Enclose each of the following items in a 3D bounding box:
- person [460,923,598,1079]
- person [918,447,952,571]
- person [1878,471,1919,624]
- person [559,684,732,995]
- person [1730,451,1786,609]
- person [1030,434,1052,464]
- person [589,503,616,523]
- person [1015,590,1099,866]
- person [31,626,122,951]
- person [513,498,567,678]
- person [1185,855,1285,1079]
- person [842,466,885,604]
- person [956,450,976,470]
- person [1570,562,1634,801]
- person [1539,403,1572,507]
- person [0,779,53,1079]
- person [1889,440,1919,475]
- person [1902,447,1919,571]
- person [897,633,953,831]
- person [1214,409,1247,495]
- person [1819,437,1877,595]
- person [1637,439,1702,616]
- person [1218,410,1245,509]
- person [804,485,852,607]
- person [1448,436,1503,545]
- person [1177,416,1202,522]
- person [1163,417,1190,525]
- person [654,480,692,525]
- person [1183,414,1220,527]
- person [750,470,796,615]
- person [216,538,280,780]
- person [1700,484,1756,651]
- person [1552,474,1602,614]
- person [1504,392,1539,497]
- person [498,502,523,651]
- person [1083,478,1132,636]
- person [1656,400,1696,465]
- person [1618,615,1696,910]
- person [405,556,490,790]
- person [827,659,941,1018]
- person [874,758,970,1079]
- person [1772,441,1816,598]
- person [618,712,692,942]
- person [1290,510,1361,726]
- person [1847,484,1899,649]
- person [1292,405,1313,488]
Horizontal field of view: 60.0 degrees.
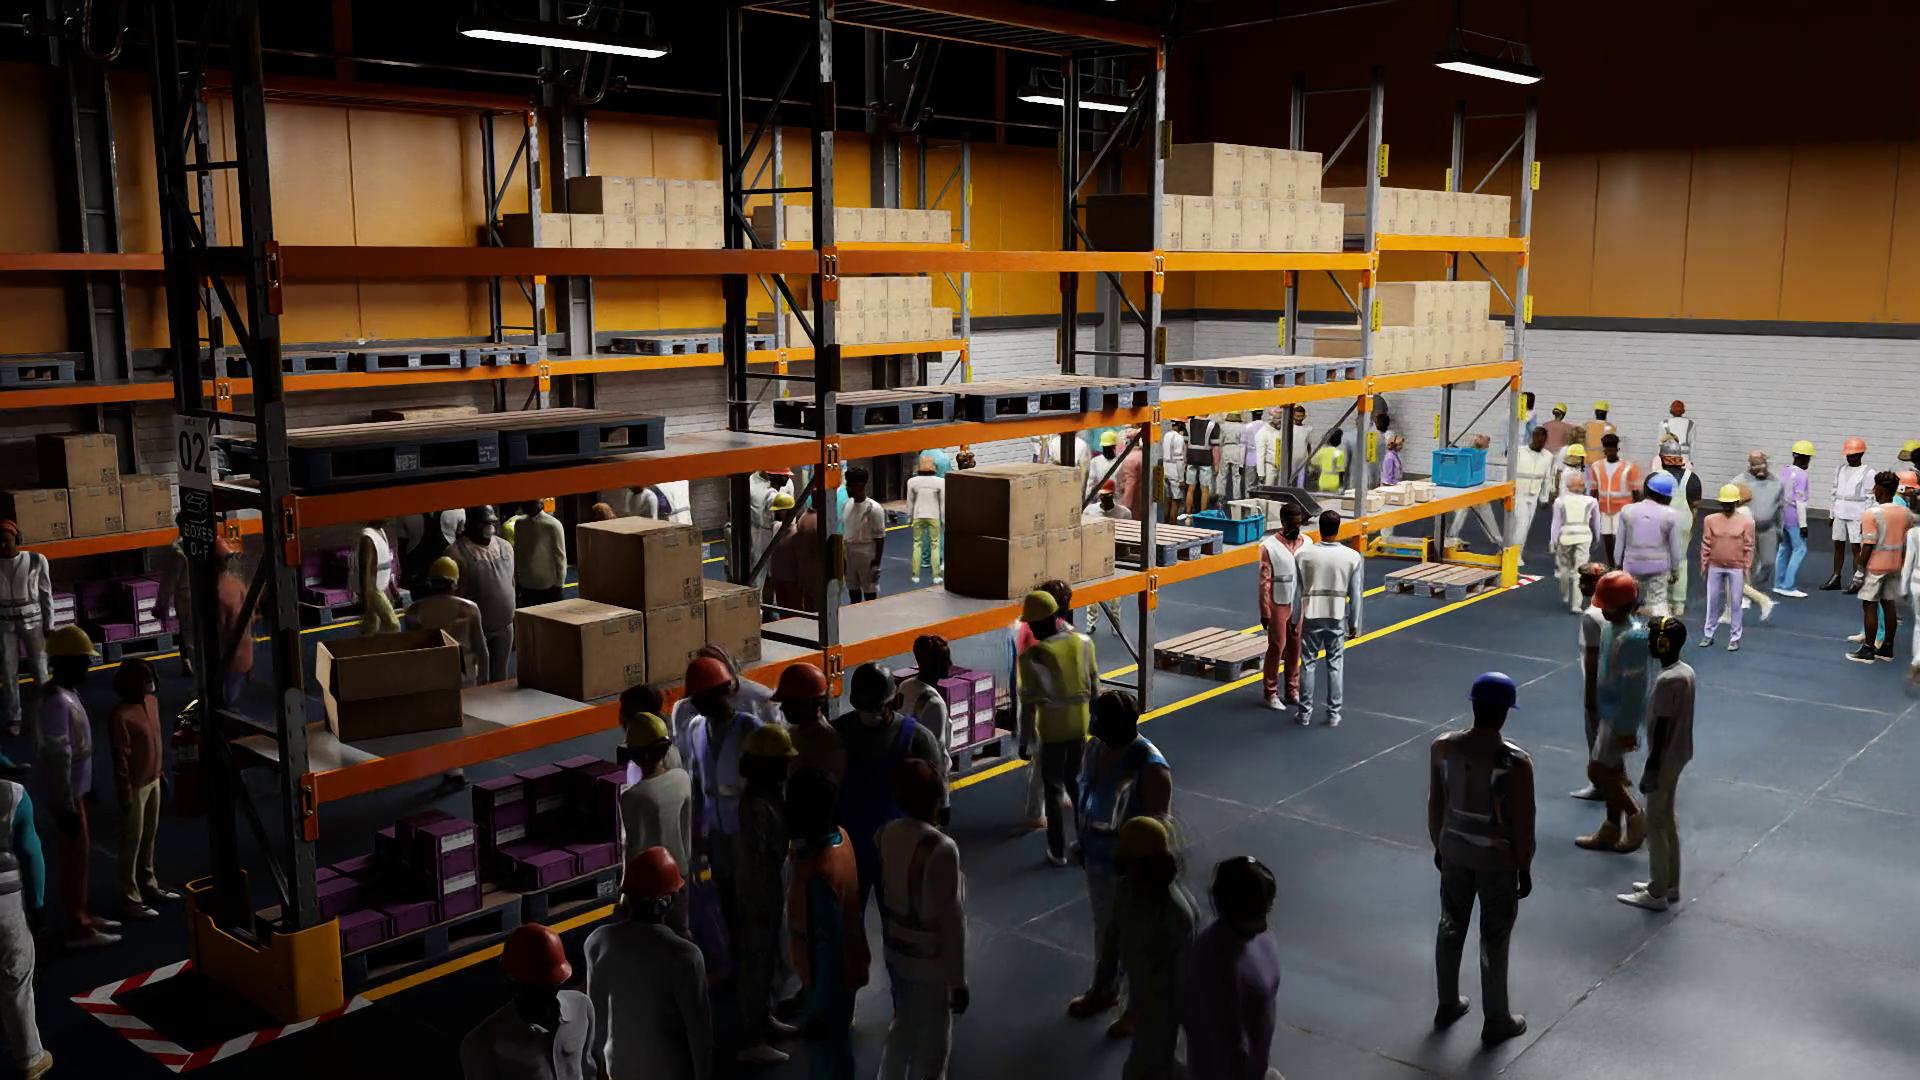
[{"bbox_3d":[-1.496,2.207,5.964,0.330,1.751,0.563,7,12,35],"label":"person"},{"bbox_3d":[-0.291,-0.538,21.932,0.397,1.899,0.654,-5,11,-28],"label":"person"},{"bbox_3d":[10.548,0.080,18.714,0.352,1.738,0.573,5,11,25],"label":"person"},{"bbox_3d":[-1.692,1.666,9.089,0.990,1.790,0.516,-6,11,-33],"label":"person"},{"bbox_3d":[9.338,-0.125,19.556,0.679,1.878,0.508,1,10,9],"label":"person"},{"bbox_3d":[1.320,-1.369,27.061,0.393,1.838,0.561,-2,10,-11],"label":"person"},{"bbox_3d":[-3.609,0.432,16.921,0.278,1.631,0.507,-2,10,-11],"label":"person"},{"bbox_3d":[0.651,1.269,11.177,0.633,1.899,0.431,-5,11,-29],"label":"person"},{"bbox_3d":[-5.298,1.461,9.916,0.405,1.922,0.602,-5,11,-26],"label":"person"},{"bbox_3d":[-4.065,0.410,15.982,0.623,1.989,0.400,5,11,30],"label":"person"},{"bbox_3d":[1.037,2.075,6.341,0.831,1.889,0.633,5,11,29],"label":"person"},{"bbox_3d":[-1.029,0.205,17.288,0.369,1.963,0.609,-9,13,-43],"label":"person"},{"bbox_3d":[0.027,-0.158,19.857,0.348,1.837,0.502,-4,10,-22],"label":"person"},{"bbox_3d":[4.860,1.069,12.542,0.450,1.825,0.612,8,12,40],"label":"person"},{"bbox_3d":[9.828,-1.386,27.427,0.532,1.754,0.342,7,12,38],"label":"person"},{"bbox_3d":[-4.805,1.803,8.135,0.621,1.838,0.429,-4,10,-20],"label":"person"},{"bbox_3d":[12.429,-0.451,21.869,0.323,1.741,0.490,-4,10,-23],"label":"person"},{"bbox_3d":[12.317,-0.363,21.475,0.317,1.695,0.540,6,11,33],"label":"person"},{"bbox_3d":[-0.216,1.480,9.949,0.359,1.876,0.577,-3,10,-20],"label":"person"},{"bbox_3d":[4.715,-1.729,29.000,0.583,1.918,0.404,0,10,0],"label":"person"},{"bbox_3d":[10.902,-0.301,20.394,0.356,1.938,0.544,-5,11,-26],"label":"person"},{"bbox_3d":[8.117,-0.147,19.164,0.684,2.000,0.535,-1,10,-8],"label":"person"},{"bbox_3d":[4.465,-1.356,27.315,0.485,1.733,0.353,3,10,18],"label":"person"},{"bbox_3d":[-1.490,0.017,18.820,0.579,1.833,0.471,-1,10,-5],"label":"person"},{"bbox_3d":[7.445,-0.711,23.867,0.890,1.586,0.524,7,12,36],"label":"person"},{"bbox_3d":[3.597,-1.234,25.988,0.372,1.925,0.596,-4,10,-21],"label":"person"},{"bbox_3d":[3.159,-0.944,24.279,0.387,1.926,0.547,-2,10,-15],"label":"person"},{"bbox_3d":[-3.372,-0.115,19.592,0.401,1.838,0.568,5,11,28],"label":"person"},{"bbox_3d":[3.699,-1.194,25.458,0.613,2.031,0.402,6,11,30],"label":"person"},{"bbox_3d":[-2.212,-0.080,19.193,0.644,1.900,0.399,-2,10,-14],"label":"person"},{"bbox_3d":[-5.577,0.944,12.848,0.683,1.971,0.640,-1,10,-5],"label":"person"},{"bbox_3d":[8.022,0.286,17.424,0.518,1.756,0.344,7,12,36],"label":"person"},{"bbox_3d":[7.205,0.031,19.423,0.555,1.587,0.887,4,10,22],"label":"person"},{"bbox_3d":[9.566,-1.554,28.060,0.948,1.867,0.582,-3,10,-15],"label":"person"},{"bbox_3d":[-4.674,0.312,17.443,0.320,1.698,0.531,1,10,4],"label":"person"},{"bbox_3d":[1.583,0.177,18.080,0.562,1.752,0.327,2,10,11],"label":"person"},{"bbox_3d":[11.387,-1.287,26.485,0.568,1.875,0.365,3,10,16],"label":"person"},{"bbox_3d":[4.433,1.398,10.503,0.338,1.855,0.526,7,12,37],"label":"person"},{"bbox_3d":[-3.926,1.030,12.800,0.606,1.821,0.508,0,10,0],"label":"person"},{"bbox_3d":[-0.459,1.605,8.701,0.676,2.000,0.536,2,10,11],"label":"person"},{"bbox_3d":[-0.192,1.908,7.467,0.413,1.857,0.625,-5,11,-28],"label":"person"},{"bbox_3d":[10.116,-0.252,20.179,0.415,1.912,0.610,1,10,4],"label":"person"},{"bbox_3d":[-1.588,1.756,8.620,0.326,1.767,0.533,5,11,28],"label":"person"},{"bbox_3d":[3.202,0.690,14.584,0.597,1.907,0.405,1,10,5],"label":"person"},{"bbox_3d":[9.688,0.224,17.525,0.338,1.846,0.514,0,10,-2],"label":"person"},{"bbox_3d":[5.207,-1.162,25.755,0.507,1.865,0.329,0,10,-2],"label":"person"}]
